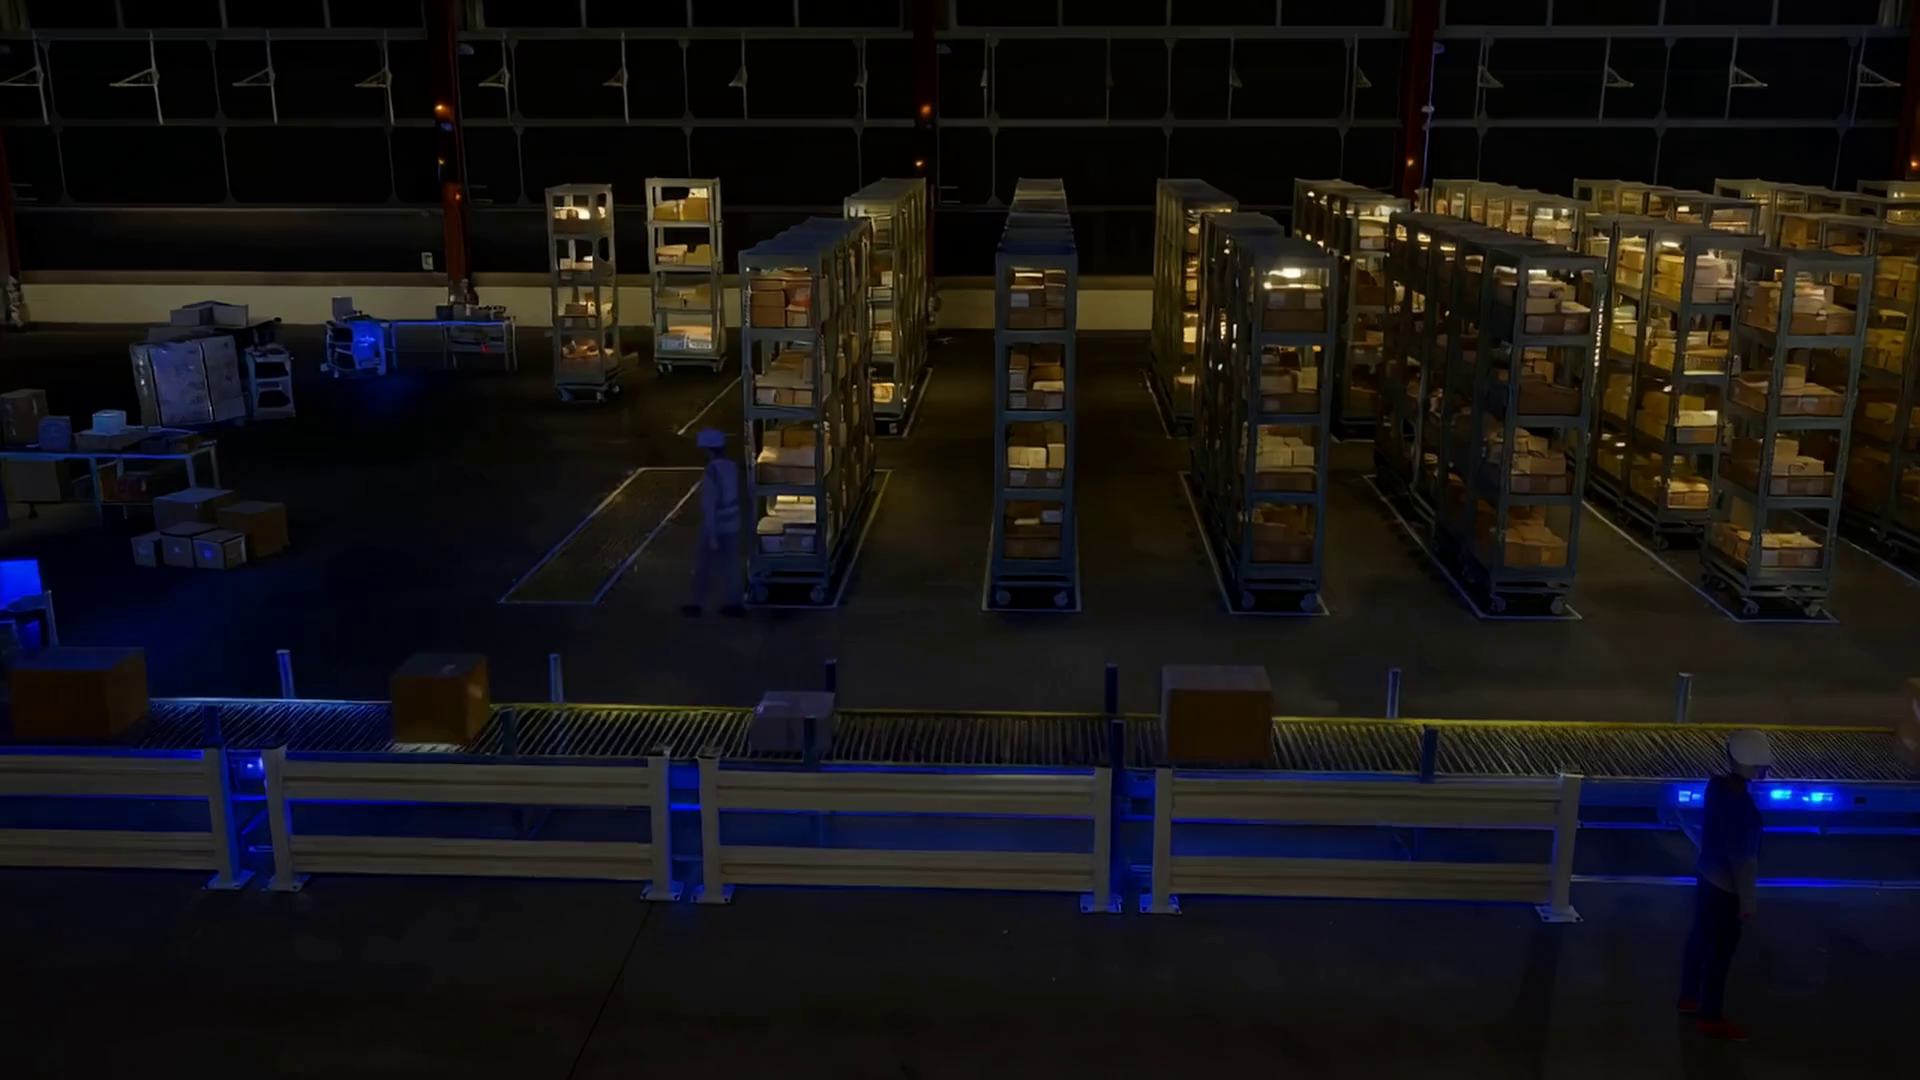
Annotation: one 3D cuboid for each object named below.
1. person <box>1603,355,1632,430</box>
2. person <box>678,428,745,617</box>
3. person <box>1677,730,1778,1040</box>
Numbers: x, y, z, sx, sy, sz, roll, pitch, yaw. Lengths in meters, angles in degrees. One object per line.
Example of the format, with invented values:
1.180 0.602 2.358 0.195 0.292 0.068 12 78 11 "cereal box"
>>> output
9.953 -2.446 25.181 0.624 1.818 0.497 -1 15 -4 "person"
-2.489 -0.176 16.550 0.797 1.915 0.623 8 17 28 "person"
4.264 1.882 9.206 0.314 1.767 0.534 0 15 1 "person"
